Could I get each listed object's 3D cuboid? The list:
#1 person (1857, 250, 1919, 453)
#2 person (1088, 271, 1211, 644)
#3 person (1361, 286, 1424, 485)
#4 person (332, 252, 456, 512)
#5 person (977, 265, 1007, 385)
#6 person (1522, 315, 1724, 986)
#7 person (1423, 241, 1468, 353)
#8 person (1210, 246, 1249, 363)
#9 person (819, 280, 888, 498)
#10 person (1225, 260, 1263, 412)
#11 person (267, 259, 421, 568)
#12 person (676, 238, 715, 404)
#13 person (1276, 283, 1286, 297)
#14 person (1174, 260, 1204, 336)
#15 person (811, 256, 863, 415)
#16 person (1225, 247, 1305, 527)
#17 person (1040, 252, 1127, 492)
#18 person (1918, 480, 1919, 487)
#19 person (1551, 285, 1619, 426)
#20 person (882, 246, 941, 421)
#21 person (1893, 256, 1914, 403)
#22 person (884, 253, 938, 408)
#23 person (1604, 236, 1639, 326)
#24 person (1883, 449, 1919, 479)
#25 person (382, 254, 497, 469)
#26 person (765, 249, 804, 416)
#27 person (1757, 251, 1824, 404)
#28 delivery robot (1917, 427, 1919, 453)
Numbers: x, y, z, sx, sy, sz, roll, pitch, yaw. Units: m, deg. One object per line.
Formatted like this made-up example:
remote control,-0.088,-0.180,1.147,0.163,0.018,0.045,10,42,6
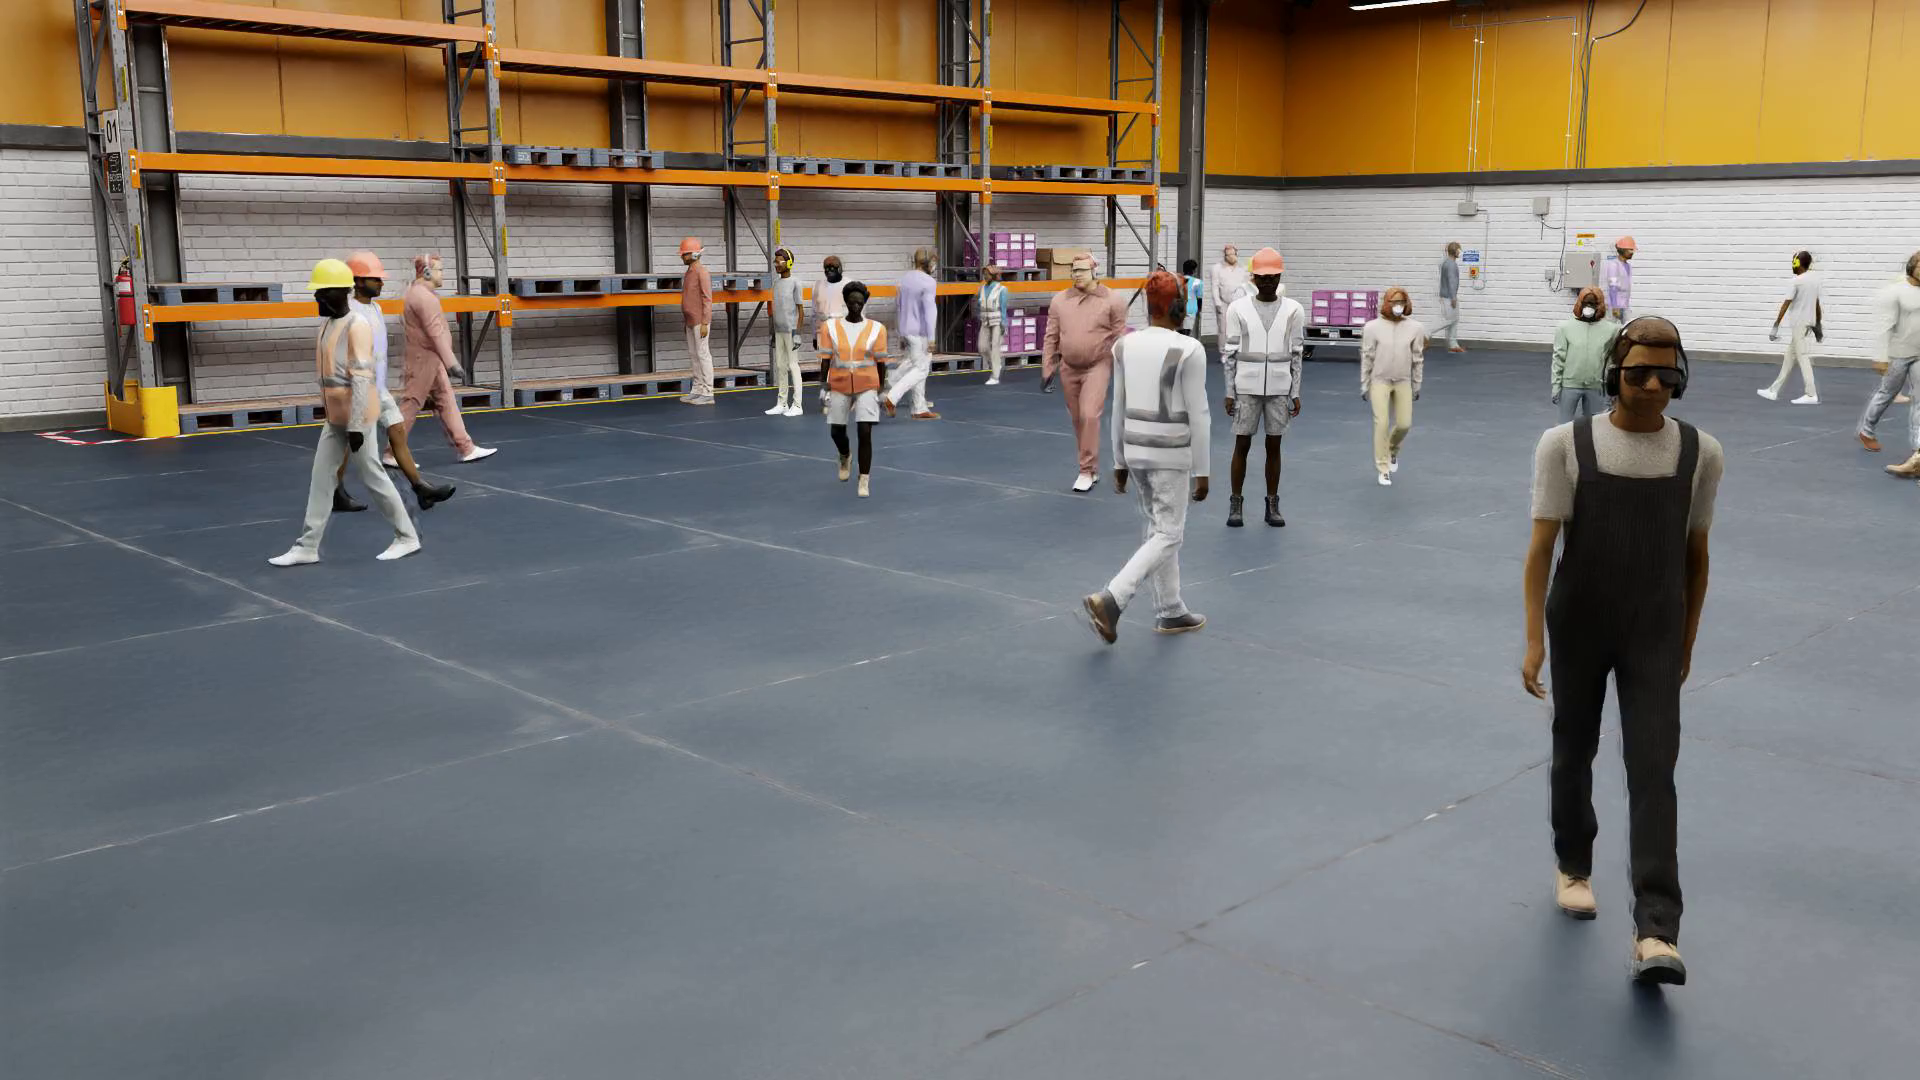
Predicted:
person,8.646,-1.700,15.228,0.647,1.897,1.010,-1,10,-5
person,0.945,-0.393,8.211,0.823,1.858,0.580,-9,13,-39
person,3.526,-1.271,13.635,0.507,1.623,0.500,0,10,2
person,-4.220,-1.121,12.057,0.993,1.887,0.570,2,11,9
person,0.460,-2.922,22.598,0.527,1.624,0.401,9,14,40
person,1.833,0.289,4.626,0.517,1.795,0.959,3,11,14
person,8.346,-4.158,28.554,0.743,1.923,0.637,3,11,17
person,4.247,-3.658,26.004,0.645,1.850,0.995,0,10,-3
person,-0.823,-1.187,12.986,0.540,1.679,0.568,0,10,0
person,3.401,-2.374,19.193,0.609,1.789,0.921,-9,14,-41
person,-3.797,-0.776,10.226,0.898,1.883,0.604,-10,14,-42
person,-3.184,-2.624,19.985,0.400,1.989,0.623,-6,12,-29
person,4.359,-3.113,23.675,0.526,1.626,0.552,0,10,-1
person,3.553,-3.594,26.233,0.547,1.635,0.852,4,11,21
person,-1.426,-2.345,19.047,0.664,1.789,0.763,2,11,12
person,2.110,-1.050,11.550,0.547,1.938,0.379,1,10,3
person,0.936,-1.325,13.198,0.665,1.874,0.802,6,12,28
person,7.802,-1.264,12.436,0.685,2.000,1.077,-2,11,-13
person,4.908,-1.182,13.102,0.497,1.633,0.279,1,10,6
person,-0.537,-2.204,17.941,0.731,1.911,0.664,-6,12,-29
person,11.456,-2.522,19.919,0.649,1.814,0.707,-5,12,-27
person,-0.565,-2.478,19.556,0.563,1.856,0.655,7,12,32
person,9.847,-3.553,25.004,0.618,2.018,0.941,-8,13,-37
person,8.270,-1.452,13.644,1.063,1.986,0.608,1,10,5
person,-4.613,-1.548,14.494,0.981,1.860,0.652,-3,11,-16
person,-1.970,-2.329,18.712,0.513,1.872,0.328,9,14,42
person,10.082,-2.572,20.162,0.685,1.816,0.911,-6,12,-30
delivery robot,8.346,-0.825,13.840,0.477,0.478,0.707,-2,11,-11
